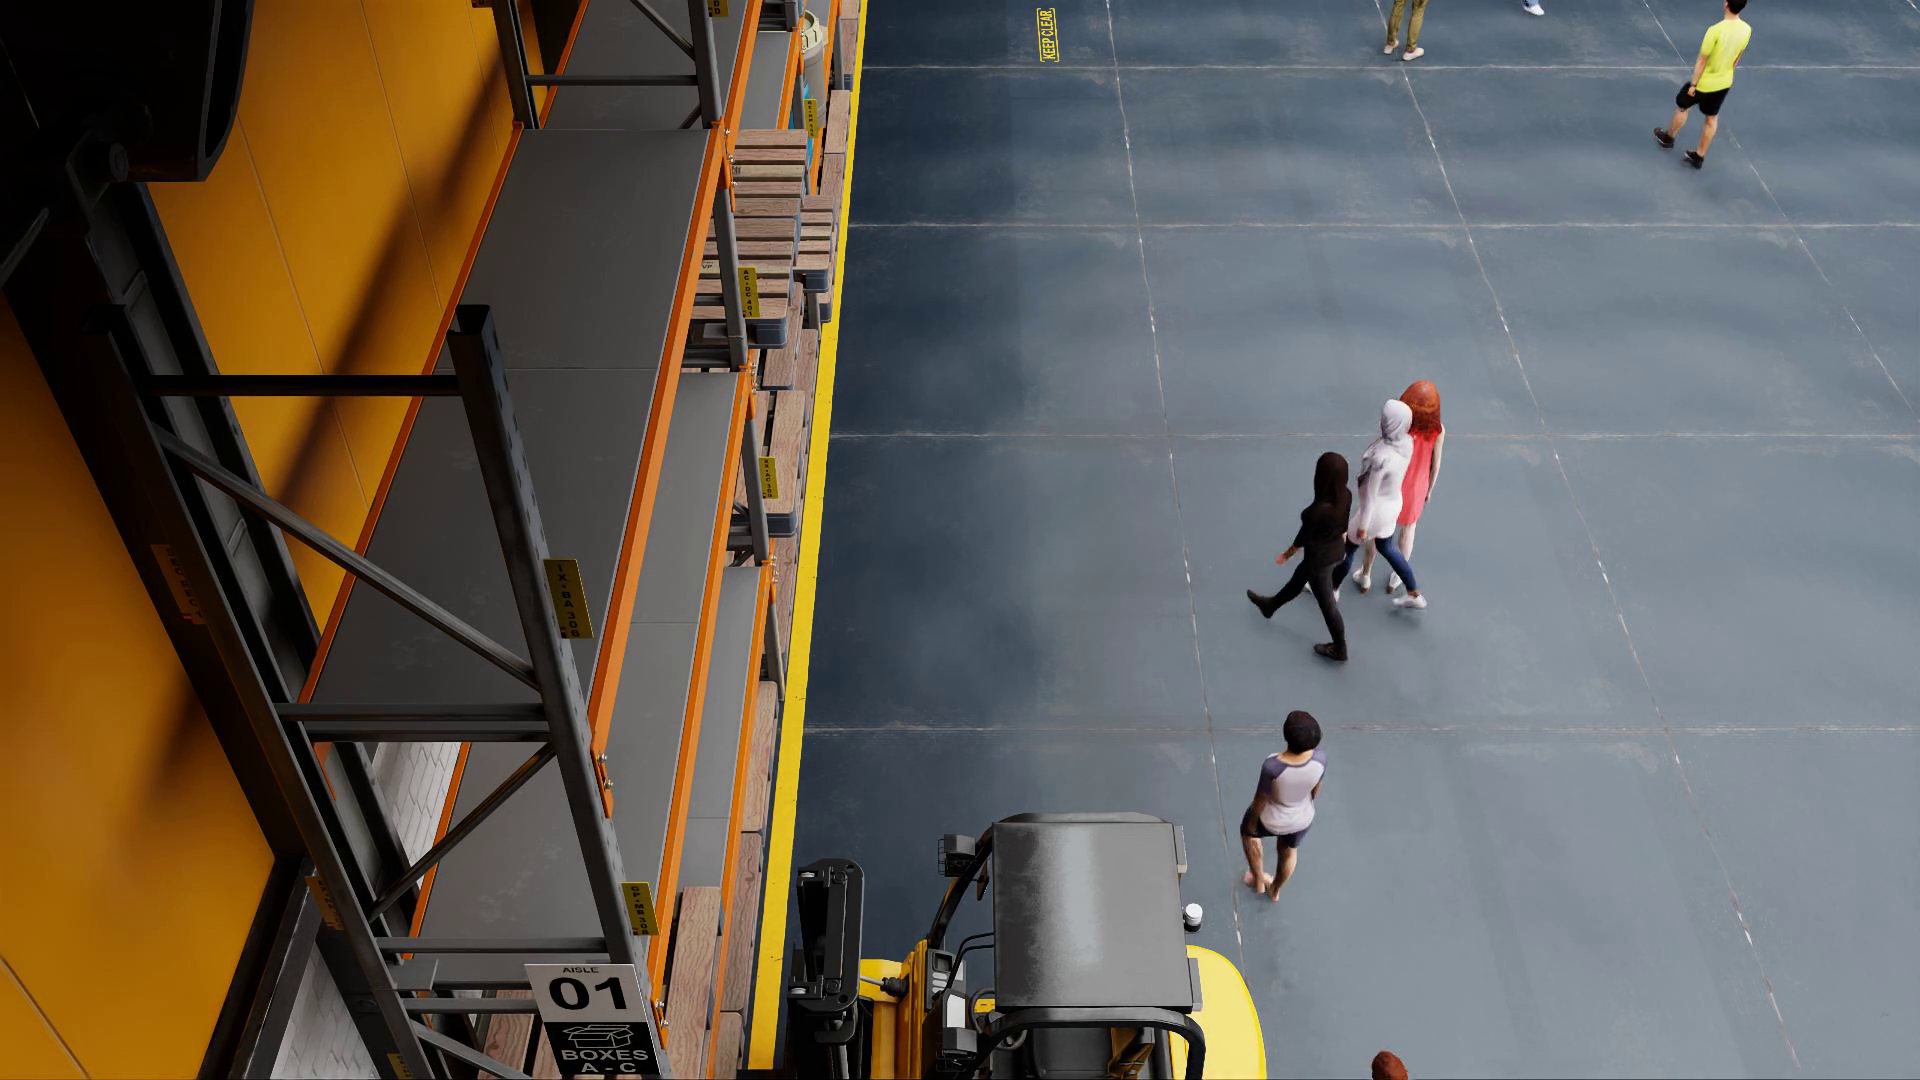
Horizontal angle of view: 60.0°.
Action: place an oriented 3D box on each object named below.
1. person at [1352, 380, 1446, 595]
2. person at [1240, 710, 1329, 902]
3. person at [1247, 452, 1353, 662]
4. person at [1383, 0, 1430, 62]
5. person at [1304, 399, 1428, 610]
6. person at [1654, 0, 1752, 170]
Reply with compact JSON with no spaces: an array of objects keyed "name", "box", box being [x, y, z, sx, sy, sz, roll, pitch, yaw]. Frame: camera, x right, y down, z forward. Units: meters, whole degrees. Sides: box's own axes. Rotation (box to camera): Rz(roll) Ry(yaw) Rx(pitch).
[{"name":"person","box":[2.981,-0.339,11.272,0.614,1.828,0.526,4,44,4]},{"name":"person","box":[1.859,1.588,9.449,0.627,1.553,0.622,-9,44,-9]},{"name":"person","box":[2.440,0.175,10.899,1.043,1.598,1.040,30,51,28]},{"name":"person","box":[4.673,-5.835,17.055,0.757,1.809,0.796,31,52,28]},{"name":"person","box":[2.894,-0.171,11.153,1.099,1.750,1.077,31,52,28]},{"name":"person","box":[7.044,-4.255,15.487,0.726,1.684,0.921,-6,44,-6]}]
